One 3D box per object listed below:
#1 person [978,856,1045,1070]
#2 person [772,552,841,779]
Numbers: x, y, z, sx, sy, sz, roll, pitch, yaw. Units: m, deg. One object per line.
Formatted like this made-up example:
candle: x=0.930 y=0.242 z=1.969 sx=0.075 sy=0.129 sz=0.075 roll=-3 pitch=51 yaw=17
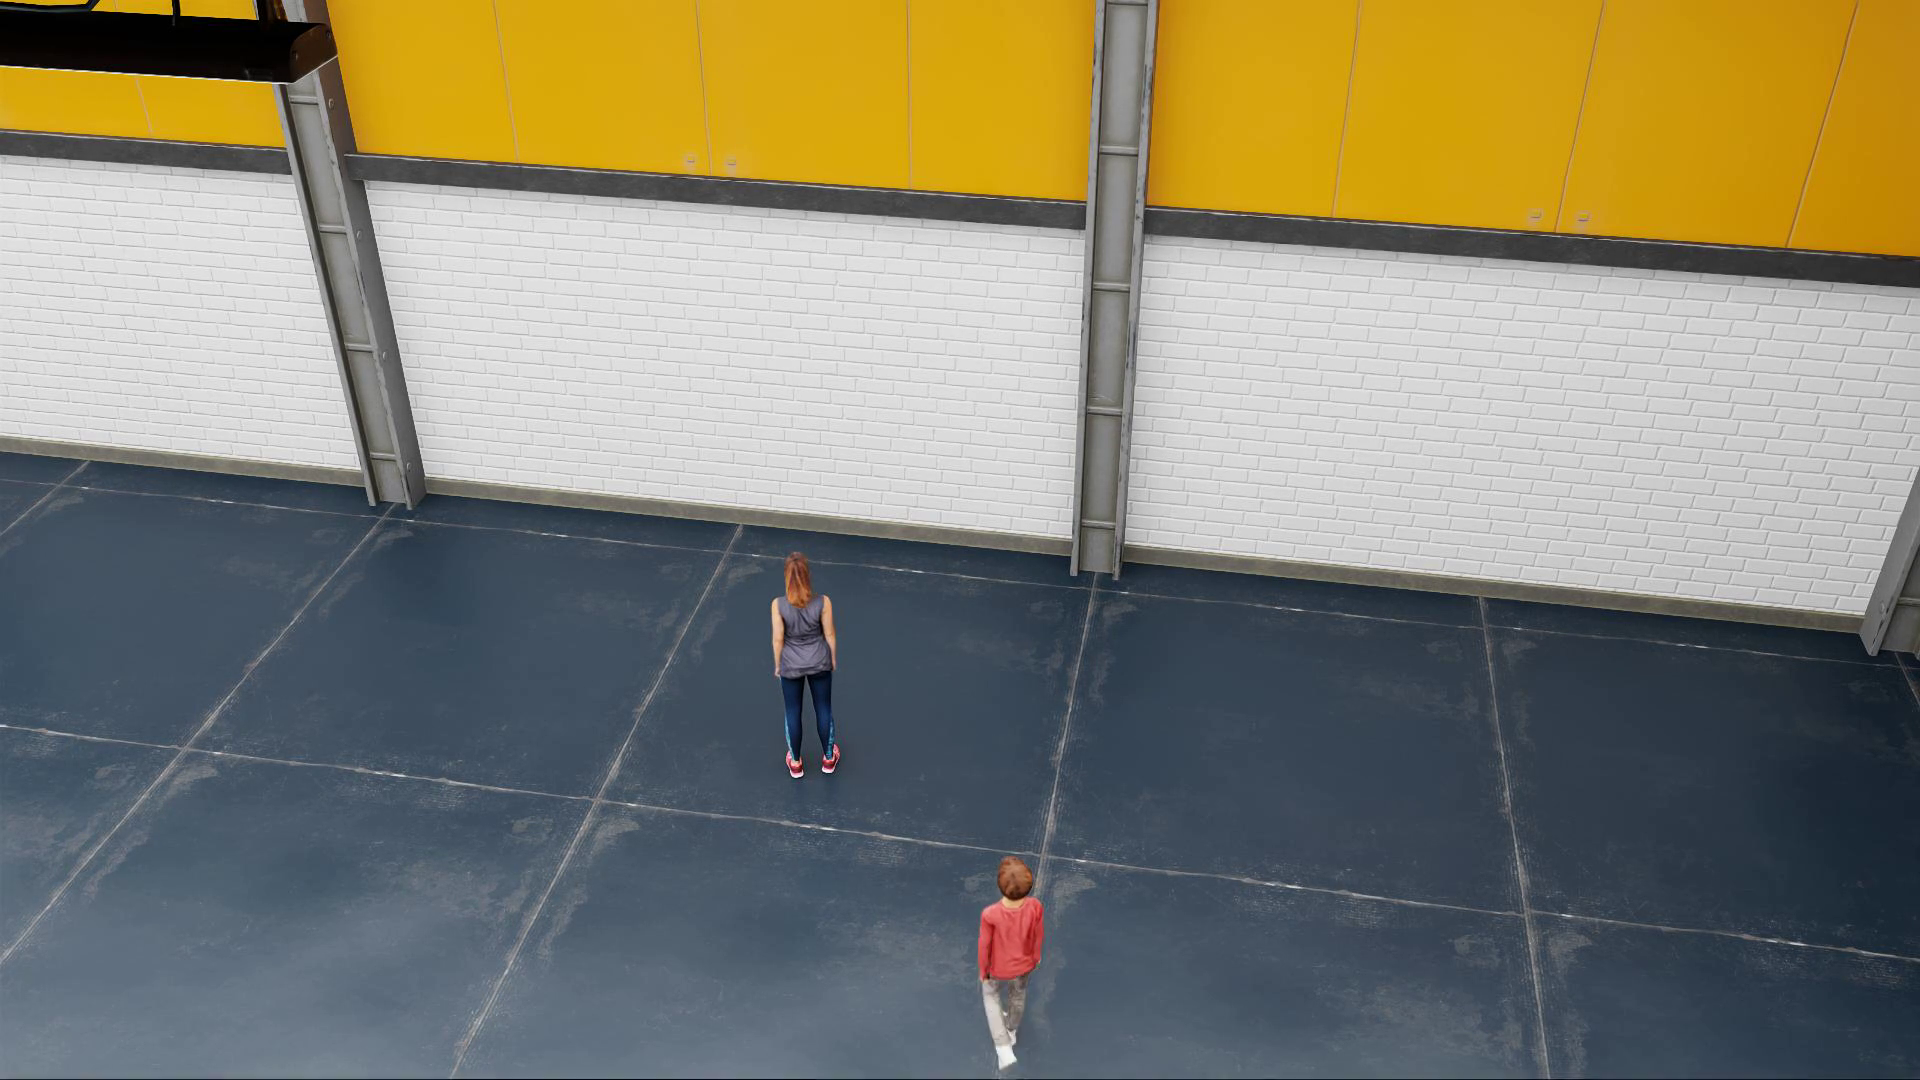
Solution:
person: x=0.284 y=2.302 z=8.970 sx=0.765 sy=1.402 sz=0.747 roll=-8 pitch=34 yaw=-11
person: x=-1.016 y=0.823 z=10.901 sx=0.566 sy=1.728 sz=0.689 roll=-5 pitch=34 yaw=-7
